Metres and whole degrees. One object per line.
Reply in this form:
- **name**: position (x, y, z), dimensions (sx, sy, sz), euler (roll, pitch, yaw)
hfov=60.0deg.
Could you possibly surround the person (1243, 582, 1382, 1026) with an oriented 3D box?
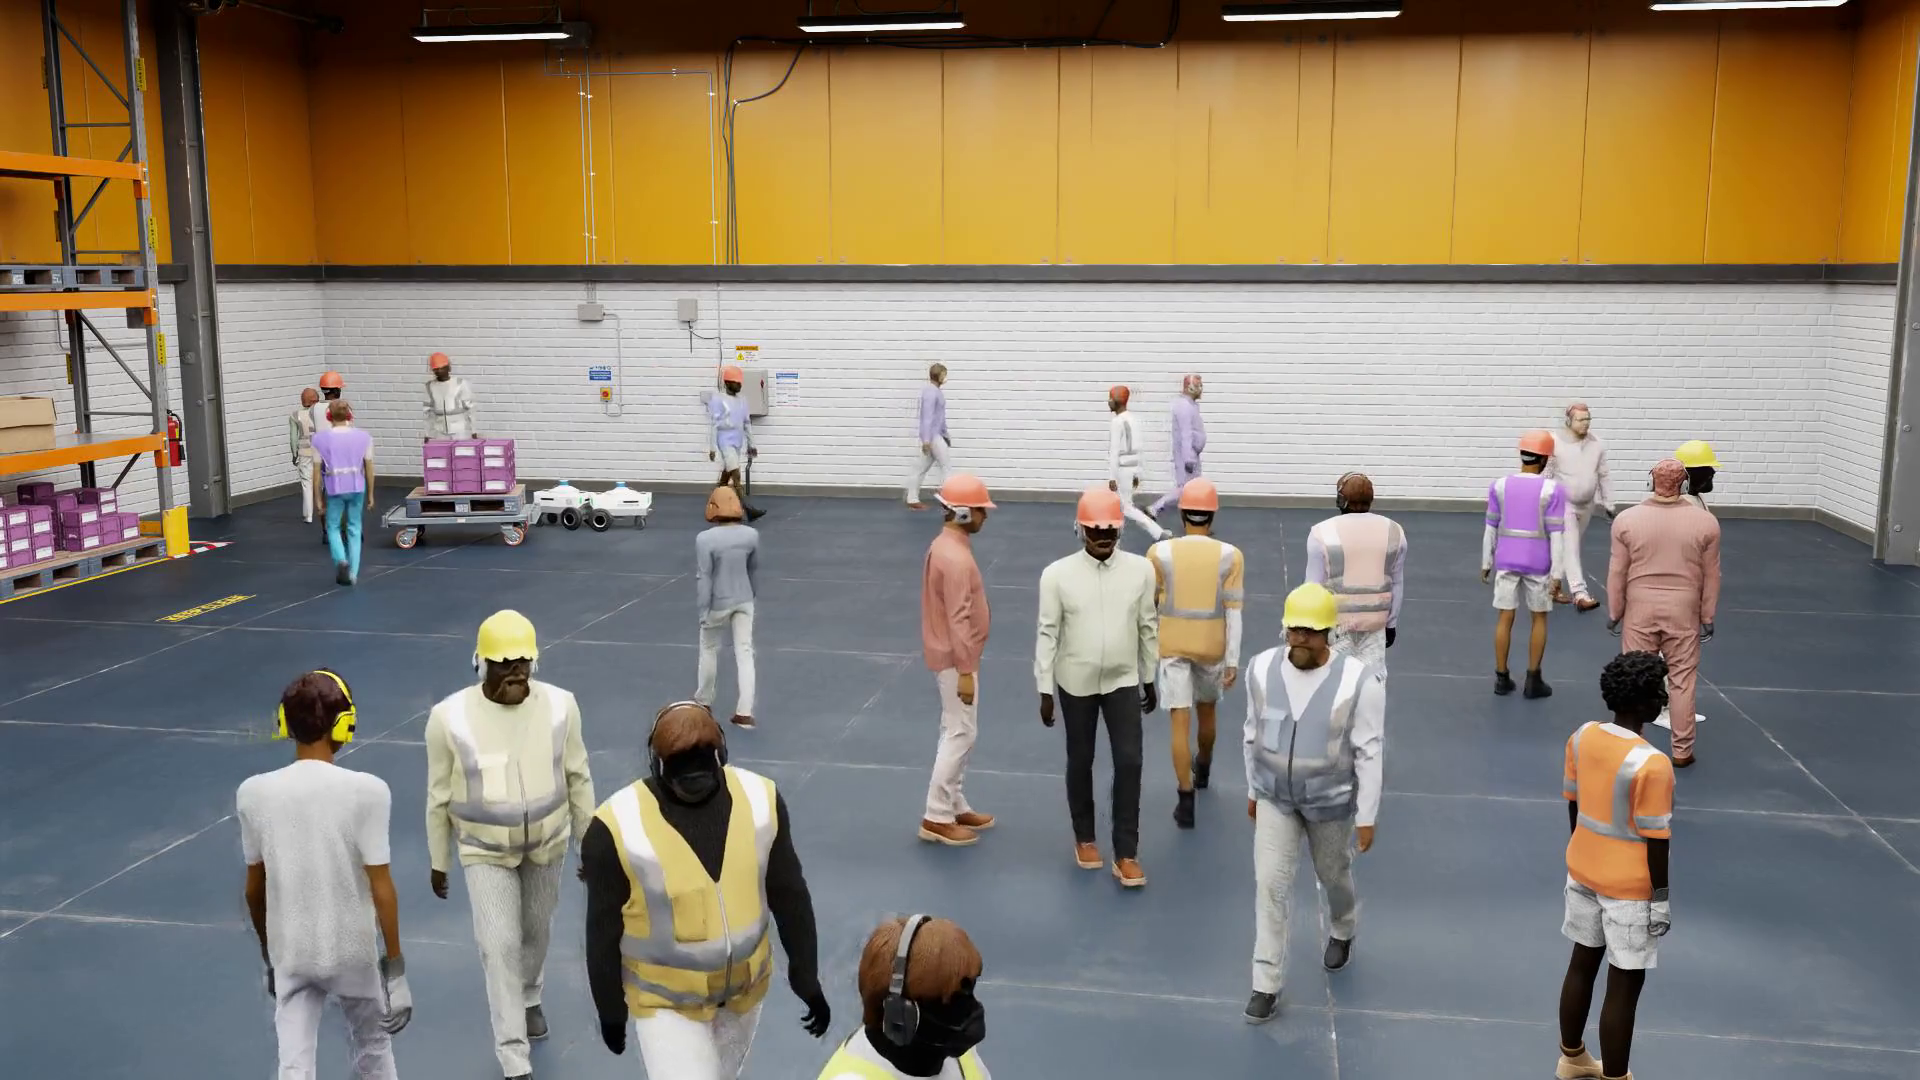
- **person**: position (1.481, 1.033, 6.956), dimensions (0.606, 1.795, 0.915), euler (5, 10, 28)

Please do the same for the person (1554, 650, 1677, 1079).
- **person**: position (2.383, 1.229, 6.011), dimensions (0.316, 1.695, 0.542), euler (-2, 9, -13)

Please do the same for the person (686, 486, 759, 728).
- **person**: position (-1.610, 0.432, 11.228), dimensions (0.517, 1.595, 0.784), euler (-7, 11, -36)

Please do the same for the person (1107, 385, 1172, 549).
- **person**: position (1.826, -0.710, 17.627), dimensions (0.872, 1.850, 0.589), euler (4, 10, 23)

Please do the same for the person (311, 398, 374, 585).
- **person**: position (-5.909, -0.447, 15.989), dimensions (0.571, 1.829, 0.496), euler (-5, 11, -29)

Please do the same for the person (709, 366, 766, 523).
- **person**: position (-2.685, -1.156, 20.189), dimensions (0.965, 1.887, 0.576), euler (6, 11, 31)

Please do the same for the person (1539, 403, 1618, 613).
- **person**: position (5.559, -0.292, 14.930), dimensions (0.664, 1.855, 0.973), euler (-3, 10, -17)

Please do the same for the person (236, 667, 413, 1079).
- **person**: position (-1.962, 1.308, 5.208), dimensions (0.535, 1.810, 1.019), euler (0, 9, 0)

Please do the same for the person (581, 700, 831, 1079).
- **person**: position (-0.703, 1.360, 4.851), dimensions (0.634, 1.801, 0.873), euler (-7, 11, -35)

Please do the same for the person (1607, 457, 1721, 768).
- **person**: position (4.312, 0.444, 10.224), dimensions (0.636, 1.911, 0.405), euler (4, 10, 21)

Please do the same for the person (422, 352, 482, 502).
- **person**: position (-6.642, -1.439, 21.613), dimensions (0.677, 2.018, 0.530), euler (-1, 9, -3)

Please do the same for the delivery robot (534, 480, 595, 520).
- **delivery robot**: position (-4.712, -0.471, 19.799), dimensions (0.707, 0.478, 0.477), euler (4, 10, 21)

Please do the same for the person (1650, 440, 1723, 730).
- **person**: position (4.820, 0.297, 11.066), dimensions (0.360, 1.930, 0.589), euler (7, 11, 35)

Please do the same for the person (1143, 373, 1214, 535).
- **person**: position (2.535, -0.973, 19.095), dimensions (0.723, 1.881, 0.653), euler (3, 10, 16)

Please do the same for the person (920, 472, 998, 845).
- **person**: position (-0.004, 0.629, 8.835), dimensions (0.414, 1.987, 0.626), euler (-1, 9, -7)

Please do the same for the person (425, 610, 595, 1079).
- **person**: position (-1.677, 1.141, 6.288), dimensions (0.614, 1.792, 0.848), euler (-5, 11, -30)

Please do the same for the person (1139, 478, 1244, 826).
- **person**: position (1.301, 0.586, 9.415), dimensions (0.560, 1.877, 1.004), euler (0, 9, 3)

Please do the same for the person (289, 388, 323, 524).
- **person**: position (-7.810, -1.012, 20.091), dimensions (0.515, 1.638, 0.315), euler (-3, 10, -20)

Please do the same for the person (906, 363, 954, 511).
- **person**: position (-0.228, -1.284, 20.996), dimensions (1.001, 1.885, 0.658), euler (0, 9, 3)

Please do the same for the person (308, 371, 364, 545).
- **person**: position (-6.950, -0.905, 18.500), dimensions (0.543, 1.939, 0.361), euler (3, 10, 20)

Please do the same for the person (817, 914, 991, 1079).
- **person**: position (-0.129, 1.610, 3.367), dimensions (0.972, 1.796, 0.648), euler (4, 10, 22)

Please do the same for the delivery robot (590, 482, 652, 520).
- **delivery robot**: position (-3.993, -0.443, 19.622), dimensions (0.707, 0.478, 0.477), euler (-1, 9, -6)

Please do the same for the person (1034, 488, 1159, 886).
- **person**: position (0.705, 0.731, 8.235), dimensions (0.660, 1.967, 0.799), euler (-1, 9, -7)

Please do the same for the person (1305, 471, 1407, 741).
- **person**: position (2.361, 0.502, 10.064), dimensions (0.625, 1.846, 0.429), euler (-2, 9, -10)

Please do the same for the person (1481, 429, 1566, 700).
- **person**: position (4.036, 0.164, 11.920), dimensions (0.599, 1.928, 0.387), euler (7, 11, 35)
